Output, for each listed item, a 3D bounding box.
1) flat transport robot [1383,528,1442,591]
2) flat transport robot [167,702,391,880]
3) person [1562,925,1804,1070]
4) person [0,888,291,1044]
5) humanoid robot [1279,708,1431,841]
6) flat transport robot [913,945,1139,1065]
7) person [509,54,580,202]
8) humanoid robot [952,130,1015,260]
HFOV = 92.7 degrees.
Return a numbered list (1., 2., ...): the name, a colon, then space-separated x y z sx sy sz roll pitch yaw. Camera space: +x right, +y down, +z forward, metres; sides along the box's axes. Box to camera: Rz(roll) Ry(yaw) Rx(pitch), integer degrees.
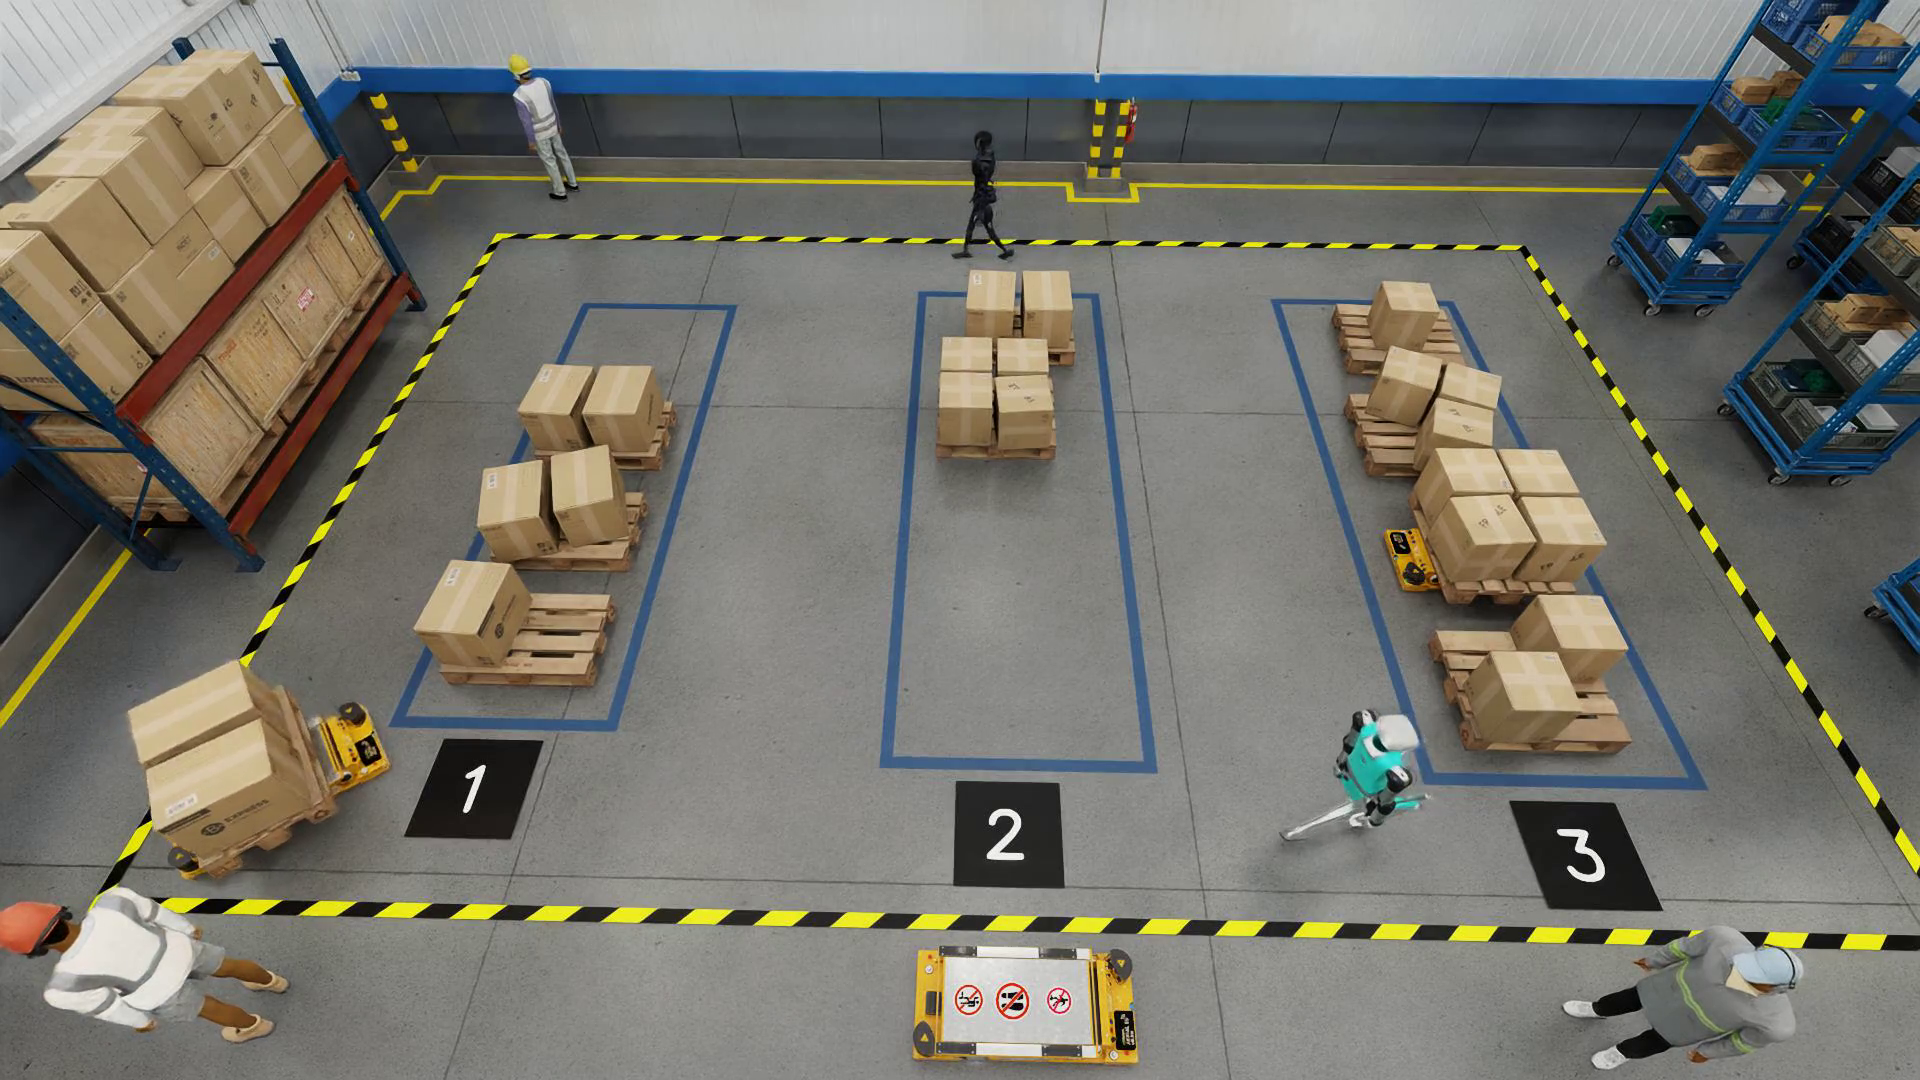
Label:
1. flat transport robot: 4.689 0.155 8.342 1.431 0.197 0.652 1 51 1
2. flat transport robot: -5.194 1.856 6.955 1.431 0.197 0.652 -31 57 -23
3. person: 4.155 2.678 5.281 0.398 1.851 0.593 -6 51 -5
4. person: -4.666 2.506 5.308 0.403 2.032 0.607 0 51 0
5. humanoid robot: 2.839 1.641 6.196 1.026 1.730 0.537 -11 52 -9
6. flat transport robot: 0.422 3.041 6.007 1.431 0.231 0.659 1 51 1
7. person: -5.367 -5.269 11.772 0.404 1.830 0.602 19 53 15
8. humanoid robot: 0.297 -4.056 10.925 0.779 1.647 0.602 -7 51 -6
